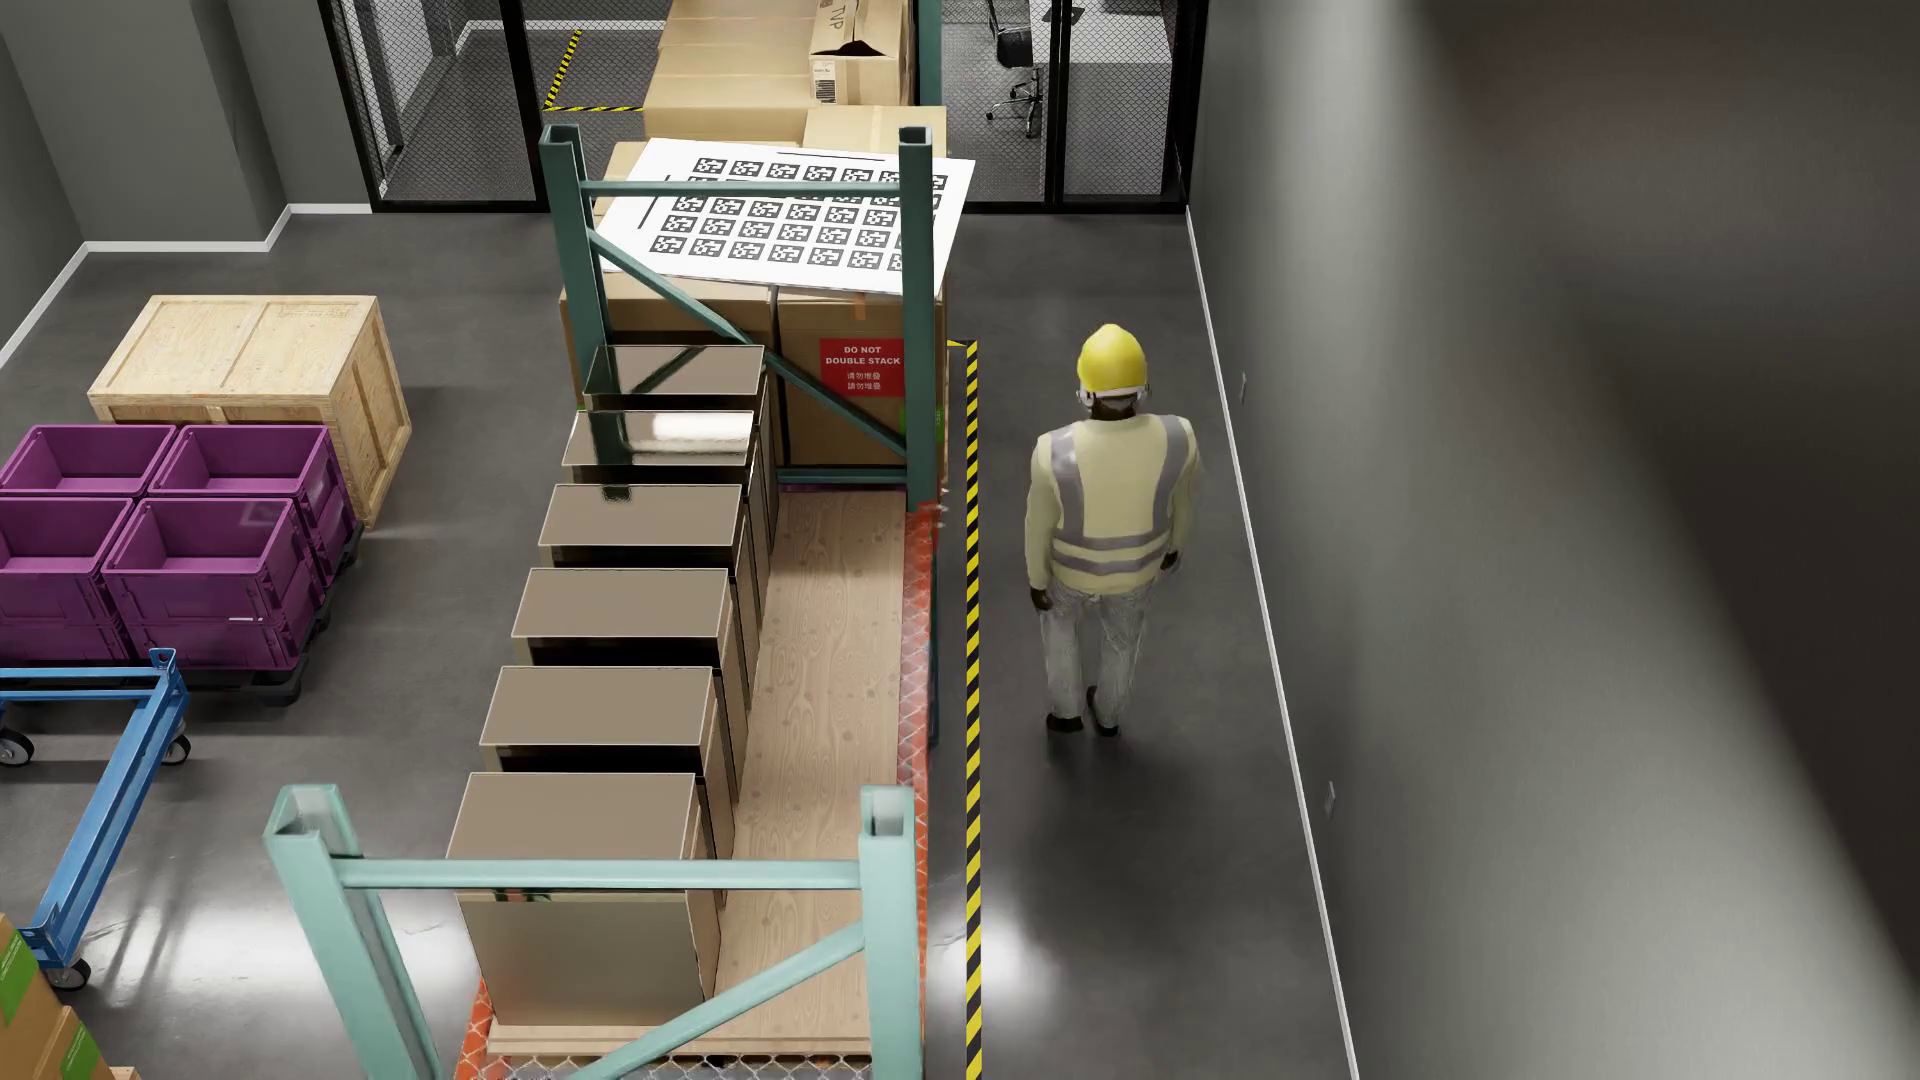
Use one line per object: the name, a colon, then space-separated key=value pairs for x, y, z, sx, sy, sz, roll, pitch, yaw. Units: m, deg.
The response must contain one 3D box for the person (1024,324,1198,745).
person: x=0.517 y=0.039 z=5.932 sx=0.605 sy=1.819 sz=0.416 roll=-4 pitch=41 yaw=-5
